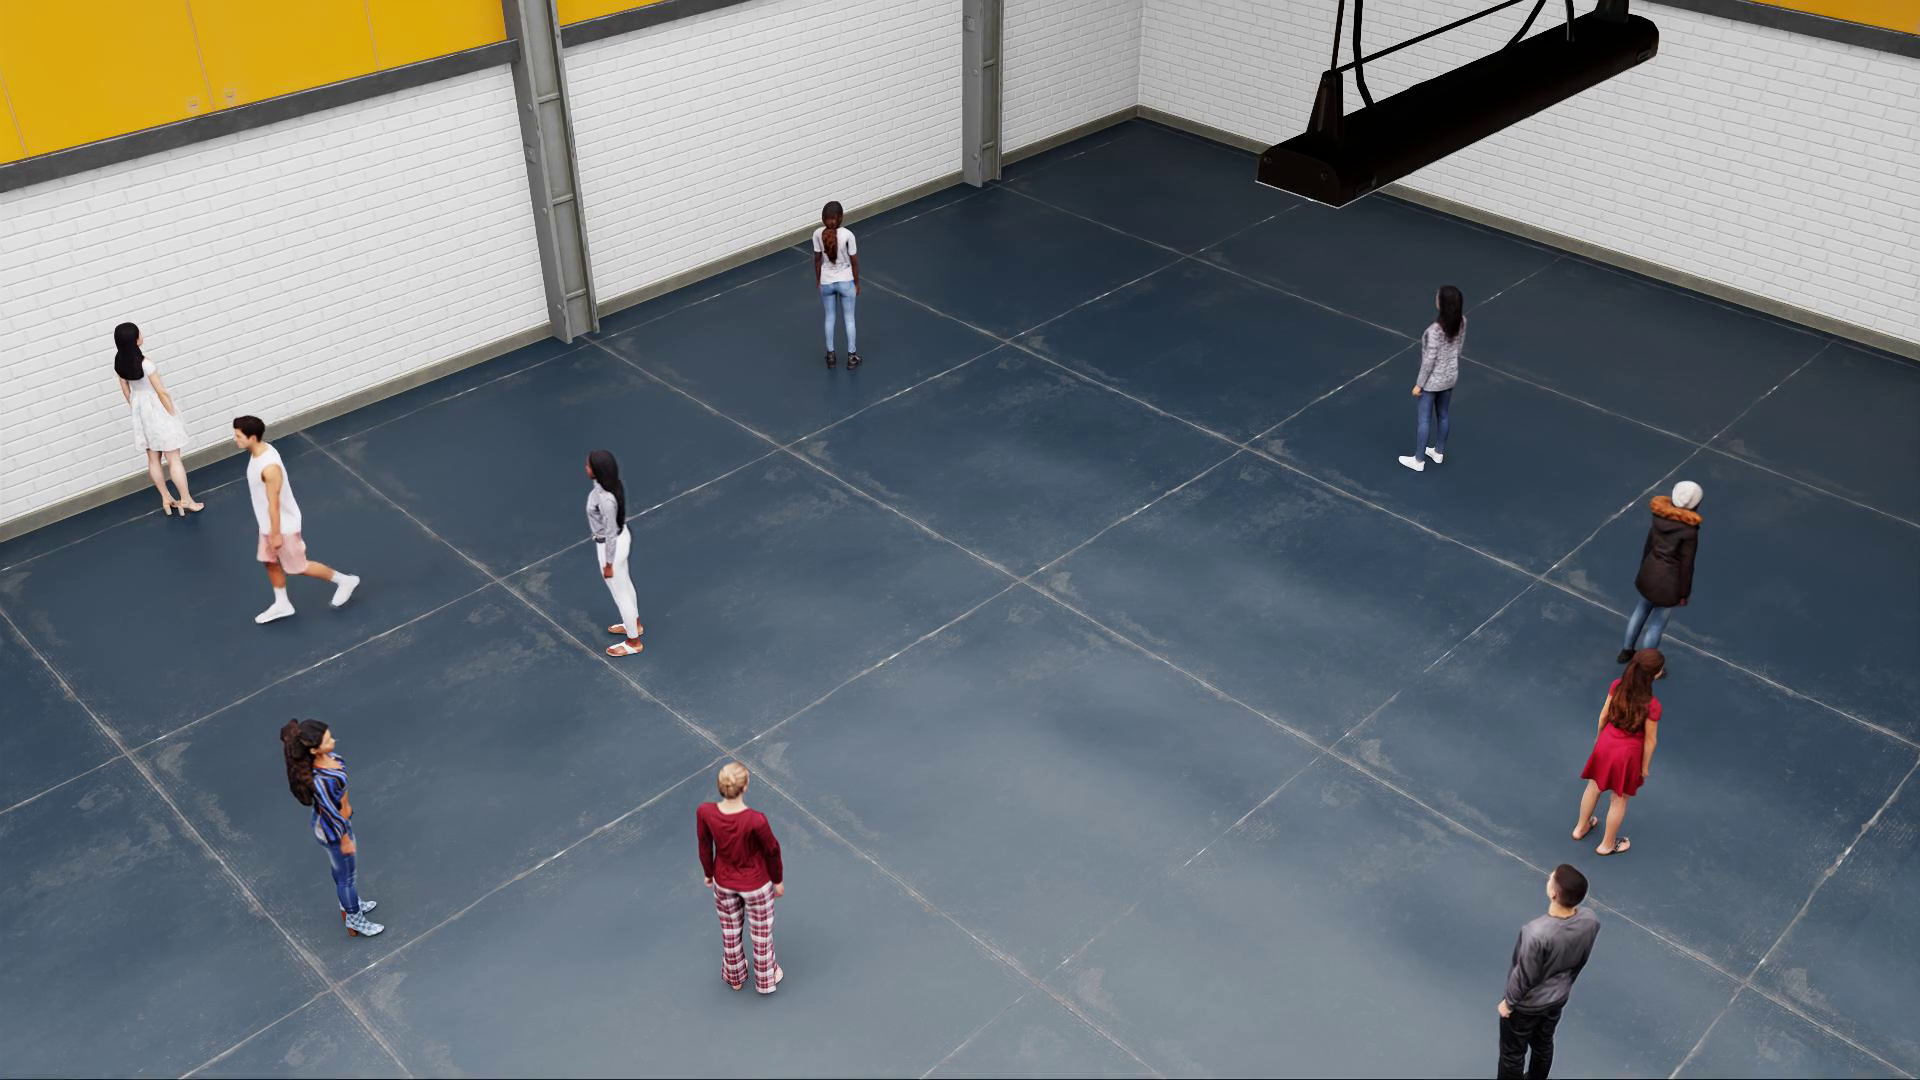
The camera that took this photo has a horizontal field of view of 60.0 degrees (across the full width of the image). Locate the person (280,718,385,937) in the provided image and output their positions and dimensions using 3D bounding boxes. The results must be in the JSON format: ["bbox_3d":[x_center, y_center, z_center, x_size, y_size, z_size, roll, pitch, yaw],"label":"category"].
[{"bbox_3d":[-3.734,1.708,9.934,0.661,1.617,0.674,-14,36,-20],"label":"person"}]

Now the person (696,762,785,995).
[{"bbox_3d":[-1.251,1.927,9.528,0.691,1.700,0.694,7,34,10],"label":"person"}]

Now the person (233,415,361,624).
[{"bbox_3d":[-5.068,-0.162,12.617,1.091,1.760,0.783,-20,39,-28],"label":"person"}]

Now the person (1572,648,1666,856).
[{"bbox_3d":[4.199,1.327,10.565,0.633,1.552,0.574,-23,40,-30],"label":"person"}]

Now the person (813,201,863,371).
[{"bbox_3d":[-1.189,-2.477,16.137,0.670,1.719,0.700,5,34,8],"label":"person"}]

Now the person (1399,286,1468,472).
[{"bbox_3d":[4.175,-1.421,14.534,0.536,1.735,0.716,-19,38,-26],"label":"person"}]

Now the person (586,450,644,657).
[{"bbox_3d":[-2.563,0.076,12.292,0.701,1.724,0.666,-3,34,-5],"label":"person"}]

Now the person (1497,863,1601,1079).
[{"bbox_3d":[3.050,2.390,8.778,0.595,1.761,0.748,-14,36,-20],"label":"person"}]

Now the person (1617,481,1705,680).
[{"bbox_3d":[5.101,0.276,12.072,0.753,1.634,0.733,-9,35,-14],"label":"person"}]

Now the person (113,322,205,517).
[{"bbox_3d":[-6.717,-1.004,13.871,0.760,1.774,0.786,10,35,14],"label":"person"}]
